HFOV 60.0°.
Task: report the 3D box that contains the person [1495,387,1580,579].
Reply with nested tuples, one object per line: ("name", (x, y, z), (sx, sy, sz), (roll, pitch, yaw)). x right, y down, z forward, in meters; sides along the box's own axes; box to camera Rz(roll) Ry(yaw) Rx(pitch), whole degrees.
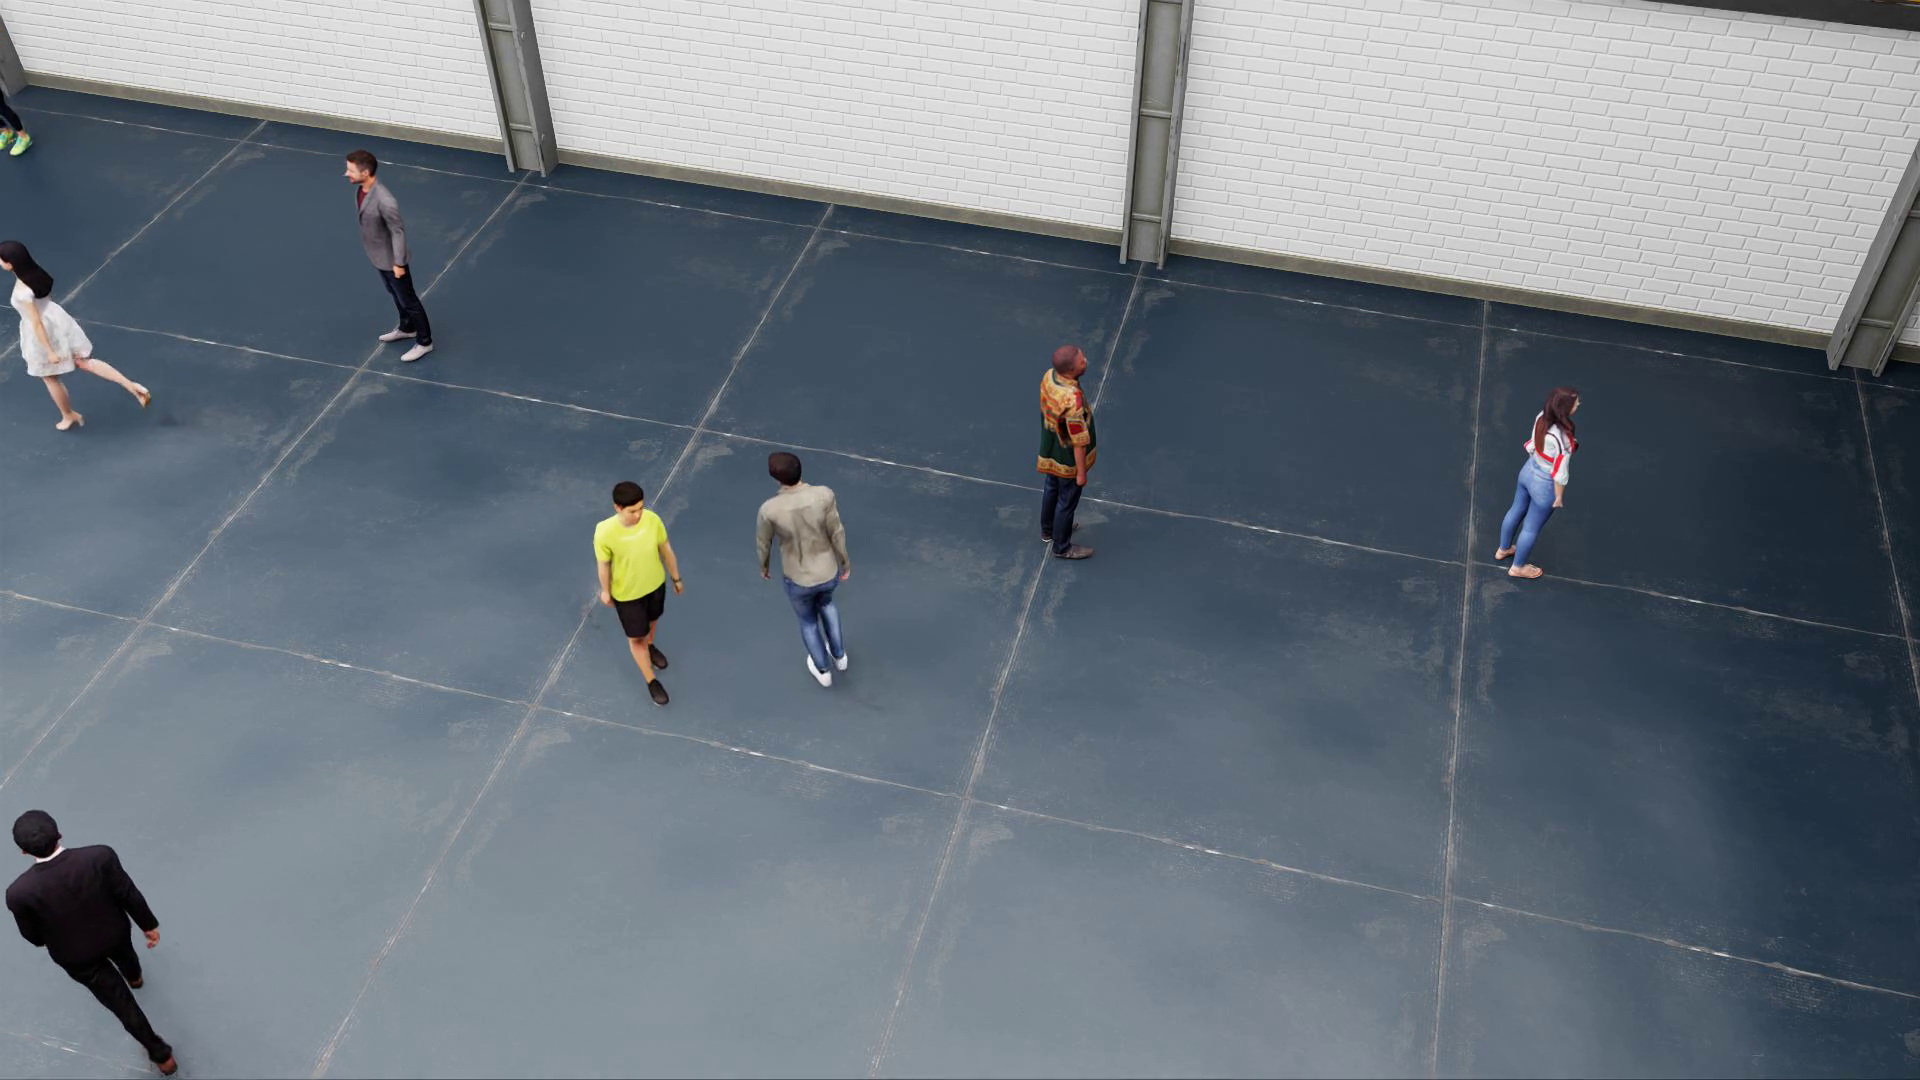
("person", (4.046, -0.419, 11.595), (0.670, 1.614, 0.665), (-10, 44, -10))

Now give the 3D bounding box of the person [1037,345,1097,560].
("person", (0.735, -0.623, 11.670), (0.851, 1.806, 0.820), (-13, 45, -13))

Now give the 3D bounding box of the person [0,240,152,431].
("person", (-6.809, -1.533, 12.666), (1.141, 1.750, 0.833), (-3, 44, -3))

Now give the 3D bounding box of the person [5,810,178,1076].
("person", (-4.516, 2.162, 8.728), (1.092, 1.831, 1.294), (-34, 53, -31))

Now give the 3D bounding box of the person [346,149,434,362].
("person", (-4.605, -2.317, 13.399), (0.842, 1.874, 0.748), (-29, 51, -27))

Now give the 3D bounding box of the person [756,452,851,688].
("person", (-0.937, 0.249, 10.738), (0.833, 1.829, 0.911), (-9, 44, -9))

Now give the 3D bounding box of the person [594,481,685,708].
("person", (-2.140, 0.230, 10.857), (0.931, 1.692, 1.013), (-26, 49, -25))
